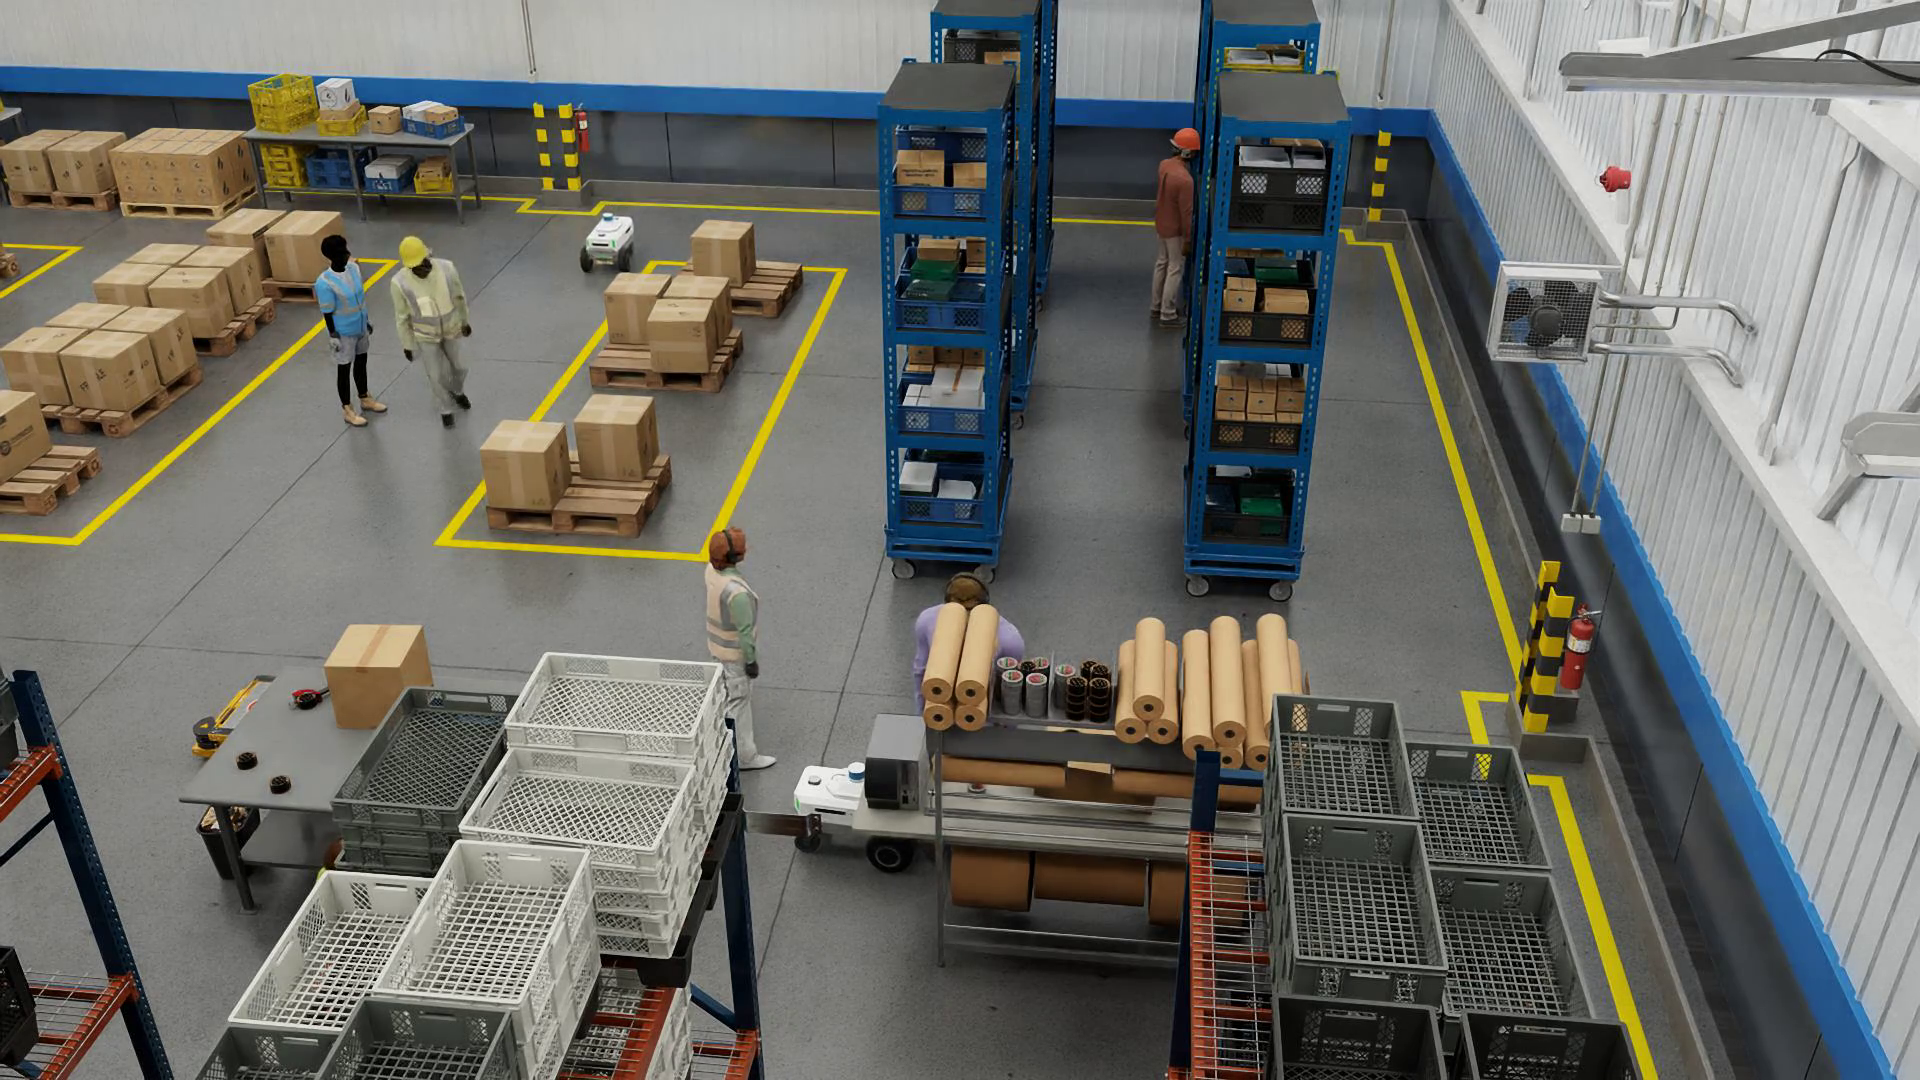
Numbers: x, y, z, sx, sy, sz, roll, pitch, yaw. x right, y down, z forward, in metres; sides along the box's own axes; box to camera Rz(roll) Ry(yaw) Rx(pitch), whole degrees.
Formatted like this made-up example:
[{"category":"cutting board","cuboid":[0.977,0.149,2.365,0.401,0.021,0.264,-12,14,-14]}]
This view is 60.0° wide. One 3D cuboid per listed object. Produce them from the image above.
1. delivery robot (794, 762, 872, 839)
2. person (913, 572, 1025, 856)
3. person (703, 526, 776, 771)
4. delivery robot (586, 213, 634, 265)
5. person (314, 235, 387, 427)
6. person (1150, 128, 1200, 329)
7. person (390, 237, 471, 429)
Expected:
[{"category":"delivery robot","cuboid":[-0.594,1.514,9.675,0.707,0.478,0.477,6,31,10]},{"category":"person","cuboid":[0.043,0.989,9.315,0.630,1.931,0.368,11,32,19]},{"category":"person","cuboid":[-1.384,0.657,10.164,0.314,1.642,0.515,-16,34,-25]},{"category":"delivery robot","cuboid":[-3.764,-3.269,17.891,0.477,0.478,0.707,3,30,6]},{"category":"person","cuboid":[-5.280,-1.829,14.378,0.318,1.695,0.539,10,32,16]},{"category":"person","cuboid":[2.104,-3.024,16.158,0.411,1.980,0.625,-10,32,-16]},{"category":"person","cuboid":[-4.508,-1.800,14.246,0.634,1.788,0.629,-18,35,-27]}]
